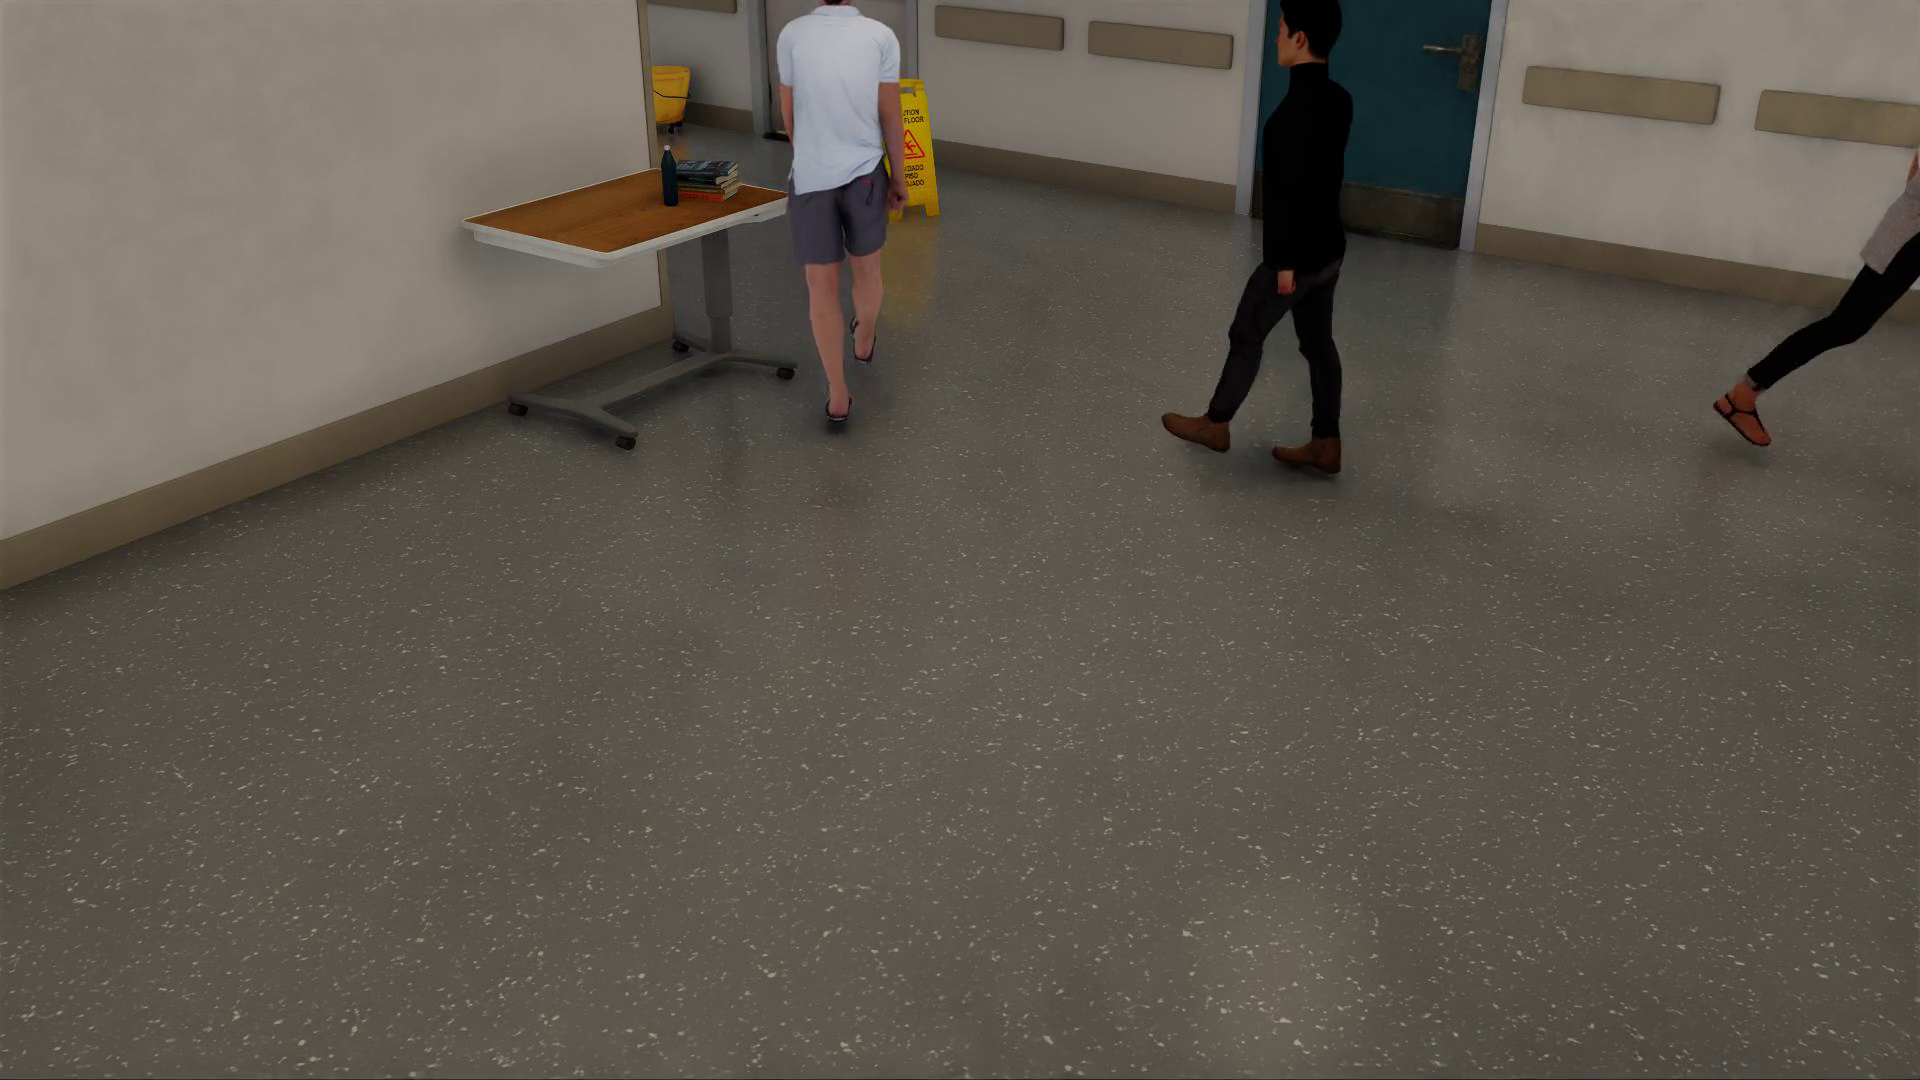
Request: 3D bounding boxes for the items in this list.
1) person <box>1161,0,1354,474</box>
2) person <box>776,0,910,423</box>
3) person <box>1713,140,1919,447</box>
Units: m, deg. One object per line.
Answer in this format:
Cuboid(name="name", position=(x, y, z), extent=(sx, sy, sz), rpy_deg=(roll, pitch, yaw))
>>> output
Cuboid(name="person", position=(1.277, -1.036, 5.913), extent=(0.931, 1.700, 0.676), rpy_deg=(19, 32, 34))
Cuboid(name="person", position=(-0.476, -1.338, 6.444), extent=(1.167, 1.782, 1.180), rpy_deg=(-2, 26, -4))
Cuboid(name="person", position=(3.276, -1.065, 5.891), extent=(1.260, 1.770, 0.673), rpy_deg=(13, 29, 25))
